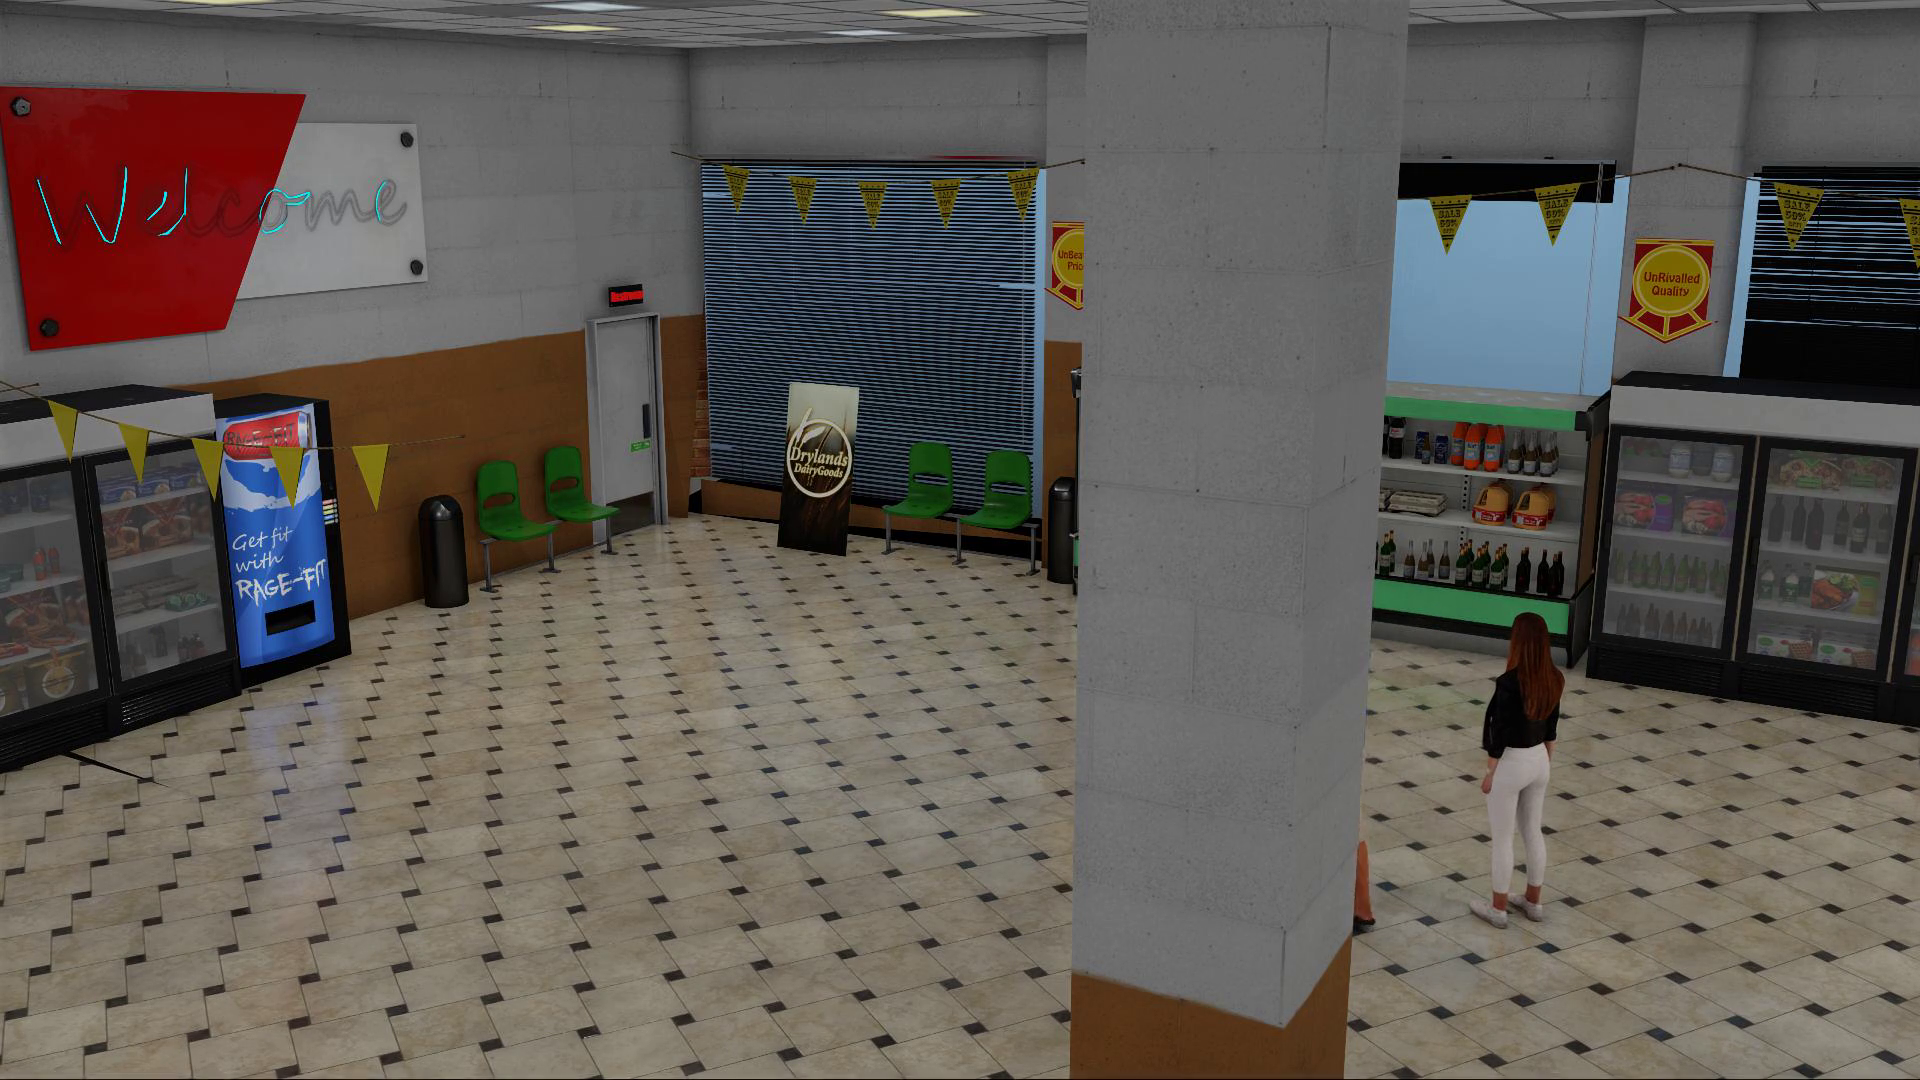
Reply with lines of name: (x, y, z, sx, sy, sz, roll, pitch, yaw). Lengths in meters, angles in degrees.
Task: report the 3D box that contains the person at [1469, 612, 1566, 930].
person: (2.965, 1.212, 8.797, 0.669, 1.699, 0.694, -7, 15, -25)
